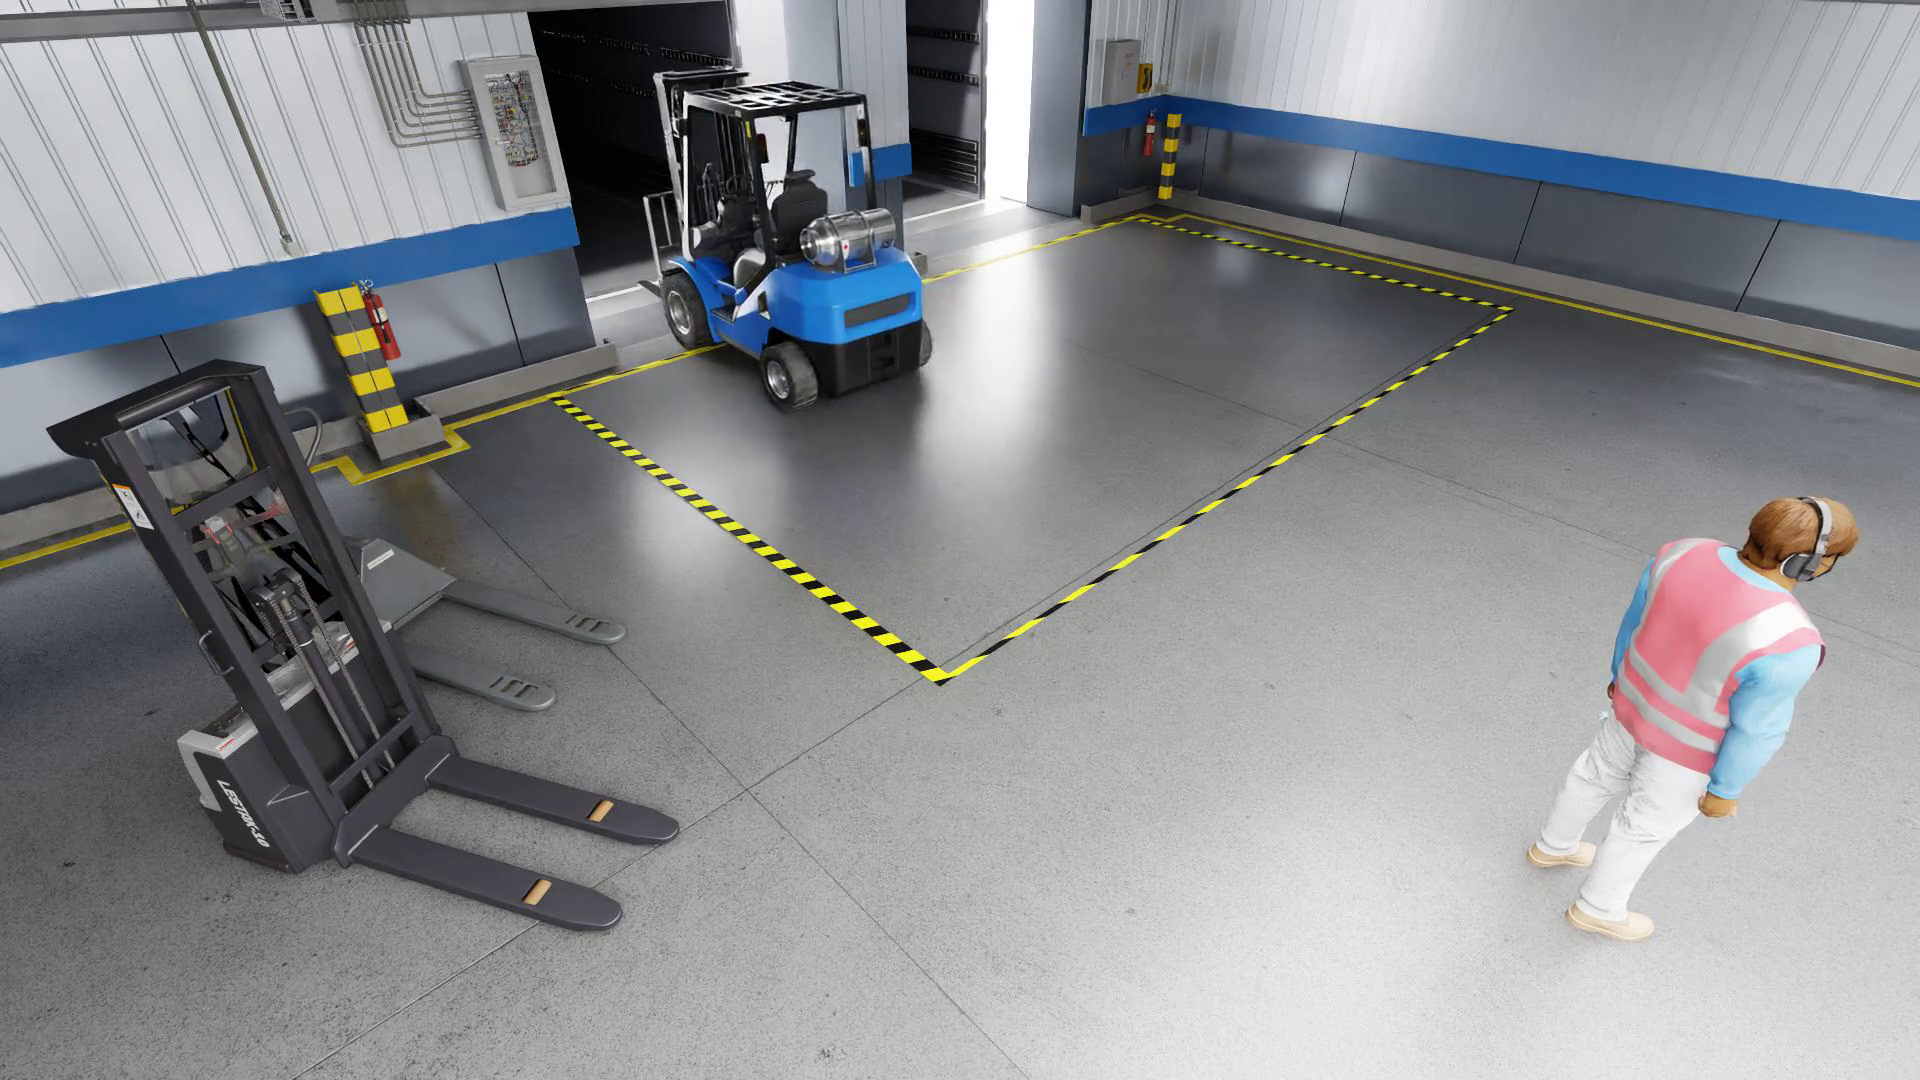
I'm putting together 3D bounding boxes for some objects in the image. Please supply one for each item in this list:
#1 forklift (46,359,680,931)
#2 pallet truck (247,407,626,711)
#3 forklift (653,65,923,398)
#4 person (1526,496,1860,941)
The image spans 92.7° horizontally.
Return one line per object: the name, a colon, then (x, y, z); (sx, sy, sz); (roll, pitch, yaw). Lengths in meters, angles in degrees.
forklift: (-2.135, 0.422, 3.354); (1.885, 1.965, 0.823); (10, 35, 14)
pallet truck: (-2.628, 0.038, 4.590); (1.601, 1.201, 0.680); (12, 36, 18)
forklift: (-1.465, -2.583, 7.445); (1.157, 2.036, 2.680); (-26, 42, -33)
person: (2.482, 0.644, 3.163); (0.429, 1.841, 0.634); (0, 34, 0)
